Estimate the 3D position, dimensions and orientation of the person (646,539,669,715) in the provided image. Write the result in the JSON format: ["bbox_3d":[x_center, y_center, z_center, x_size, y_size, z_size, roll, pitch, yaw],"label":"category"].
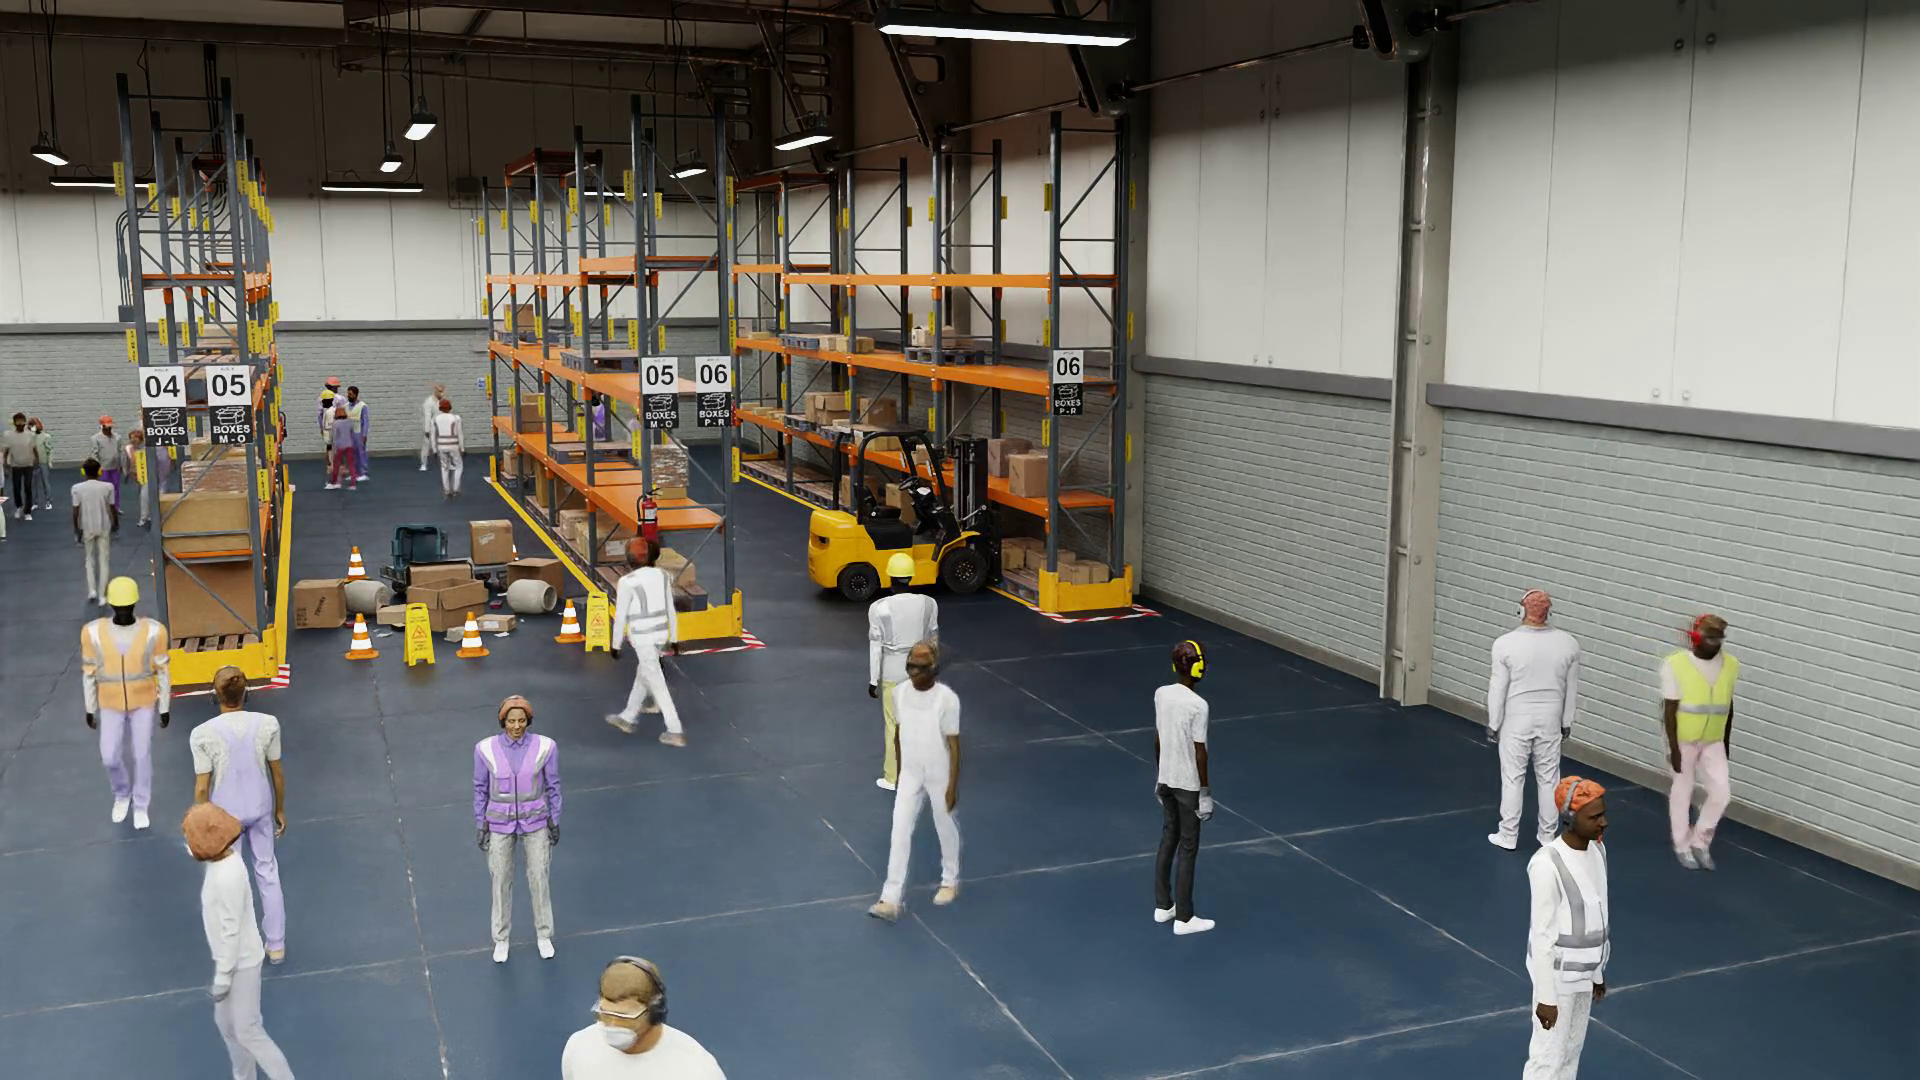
[{"bbox_3d":[-2.903,0.795,15.799,0.320,1.669,0.727,-2,9,-11],"label":"person"}]

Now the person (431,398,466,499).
[{"bbox_3d":[-9.452,-1.683,30.743,0.626,1.879,0.391,1,9,4],"label":"person"}]

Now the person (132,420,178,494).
[{"bbox_3d":[-13.747,-1.407,28.506,0.714,2.000,0.847,-2,9,-13],"label":"person"}]

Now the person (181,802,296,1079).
[{"bbox_3d":[-3.450,2.057,8.030,0.463,1.617,0.685,-5,10,-30],"label":"person"}]

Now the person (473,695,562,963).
[{"bbox_3d":[-2.661,1.732,10.039,0.514,1.634,0.313,-2,9,-14],"label":"person"}]

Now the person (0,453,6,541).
[{"bbox_3d":[-15.072,-0.822,25.721,0.343,1.749,0.573,4,10,25],"label":"person"}]

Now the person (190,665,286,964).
[{"bbox_3d":[-4.270,1.650,9.873,0.515,1.843,0.326,-7,12,-39],"label":"person"}]

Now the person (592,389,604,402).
[{"bbox_3d":[-8.286,-2.735,38.139,0.279,1.633,0.498,8,12,40],"label":"person"}]

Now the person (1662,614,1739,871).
[{"bbox_3d":[5.101,1.403,11.480,0.571,1.819,0.506,-1,9,-7],"label":"person"}]

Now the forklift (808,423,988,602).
[{"bbox_3d":[-0.830,-0.399,21.676,2.313,2.155,1.214,-4,10,-21],"label":"forklift"}]

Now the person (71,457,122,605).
[{"bbox_3d":[-10.896,-0.122,21.027,0.506,1.844,0.729,-3,10,-21],"label":"person"}]

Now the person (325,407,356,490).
[{"bbox_3d":[-11.967,-1.766,32.156,0.825,1.591,0.512,7,11,37],"label":"person"}]

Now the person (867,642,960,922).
[{"bbox_3d":[-0.253,1.547,10.677,0.527,1.794,0.945,4,10,24],"label":"person"}]

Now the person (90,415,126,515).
[{"bbox_3d":[-14.618,-1.276,28.582,0.342,1.749,0.573,5,10,28],"label":"person"}]

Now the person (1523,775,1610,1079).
[{"bbox_3d":[2.773,1.997,7.576,0.355,1.882,0.576,8,12,42],"label":"person"}]

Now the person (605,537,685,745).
[{"bbox_3d":[-2.799,0.881,14.754,0.937,1.835,0.578,5,11,31],"label":"person"}]

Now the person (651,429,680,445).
[{"bbox_3d":[-4.955,-1.160,27.971,0.565,1.714,0.901,-2,9,-15],"label":"person"}]

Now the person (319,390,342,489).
[{"bbox_3d":[-12.200,-1.947,32.257,0.367,1.926,0.594,-2,9,-14],"label":"person"}]

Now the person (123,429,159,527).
[{"bbox_3d":[-13.612,-1.060,27.715,0.505,1.597,0.856,0,9,-2],"label":"person"}]

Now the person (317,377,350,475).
[{"bbox_3d":[-12.967,-2.349,34.448,0.609,2.036,0.403,1,9,5],"label":"person"}]

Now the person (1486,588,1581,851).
[{"bbox_3d":[4.087,1.290,11.946,0.643,1.909,0.410,-1,9,-4],"label":"person"}]

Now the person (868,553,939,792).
[{"bbox_3d":[-0.459,1.058,13.335,0.591,1.930,0.357,-4,10,-23],"label":"person"}]

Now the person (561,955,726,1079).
[{"bbox_3d":[-1.056,2.293,5.565,0.628,1.933,0.366,4,10,25],"label":"person"}]

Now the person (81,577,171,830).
[{"bbox_3d":[-6.185,1.213,12.375,0.597,1.914,0.417,-4,10,-22],"label":"person"}]

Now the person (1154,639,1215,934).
[{"bbox_3d":[1.417,1.547,10.490,0.335,1.860,0.508,-5,10,-29],"label":"person"}]

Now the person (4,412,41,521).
[{"bbox_3d":[-15.780,-1.234,27.998,0.543,1.849,0.385,-7,11,-36],"label":"person"}]

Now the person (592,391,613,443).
[{"bbox_3d":[-7.286,-2.076,33.374,0.629,1.836,0.429,-2,9,-10],"label":"person"}]

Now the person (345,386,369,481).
[{"bbox_3d":[-12.161,-2.152,33.578,0.590,1.919,0.396,6,11,32],"label":"person"}]

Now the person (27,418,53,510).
[{"bbox_3d":[-16.287,-1.341,29.366,0.500,1.633,0.281,-2,9,-13],"label":"person"}]

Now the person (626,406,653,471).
[{"bbox_3d":[-5.969,-1.662,30.993,0.907,1.775,0.610,3,10,21],"label":"person"}]

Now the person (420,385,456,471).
[{"bbox_3d":[-11.143,-2.373,35.253,0.846,1.844,0.664,4,10,23],"label":"person"}]
